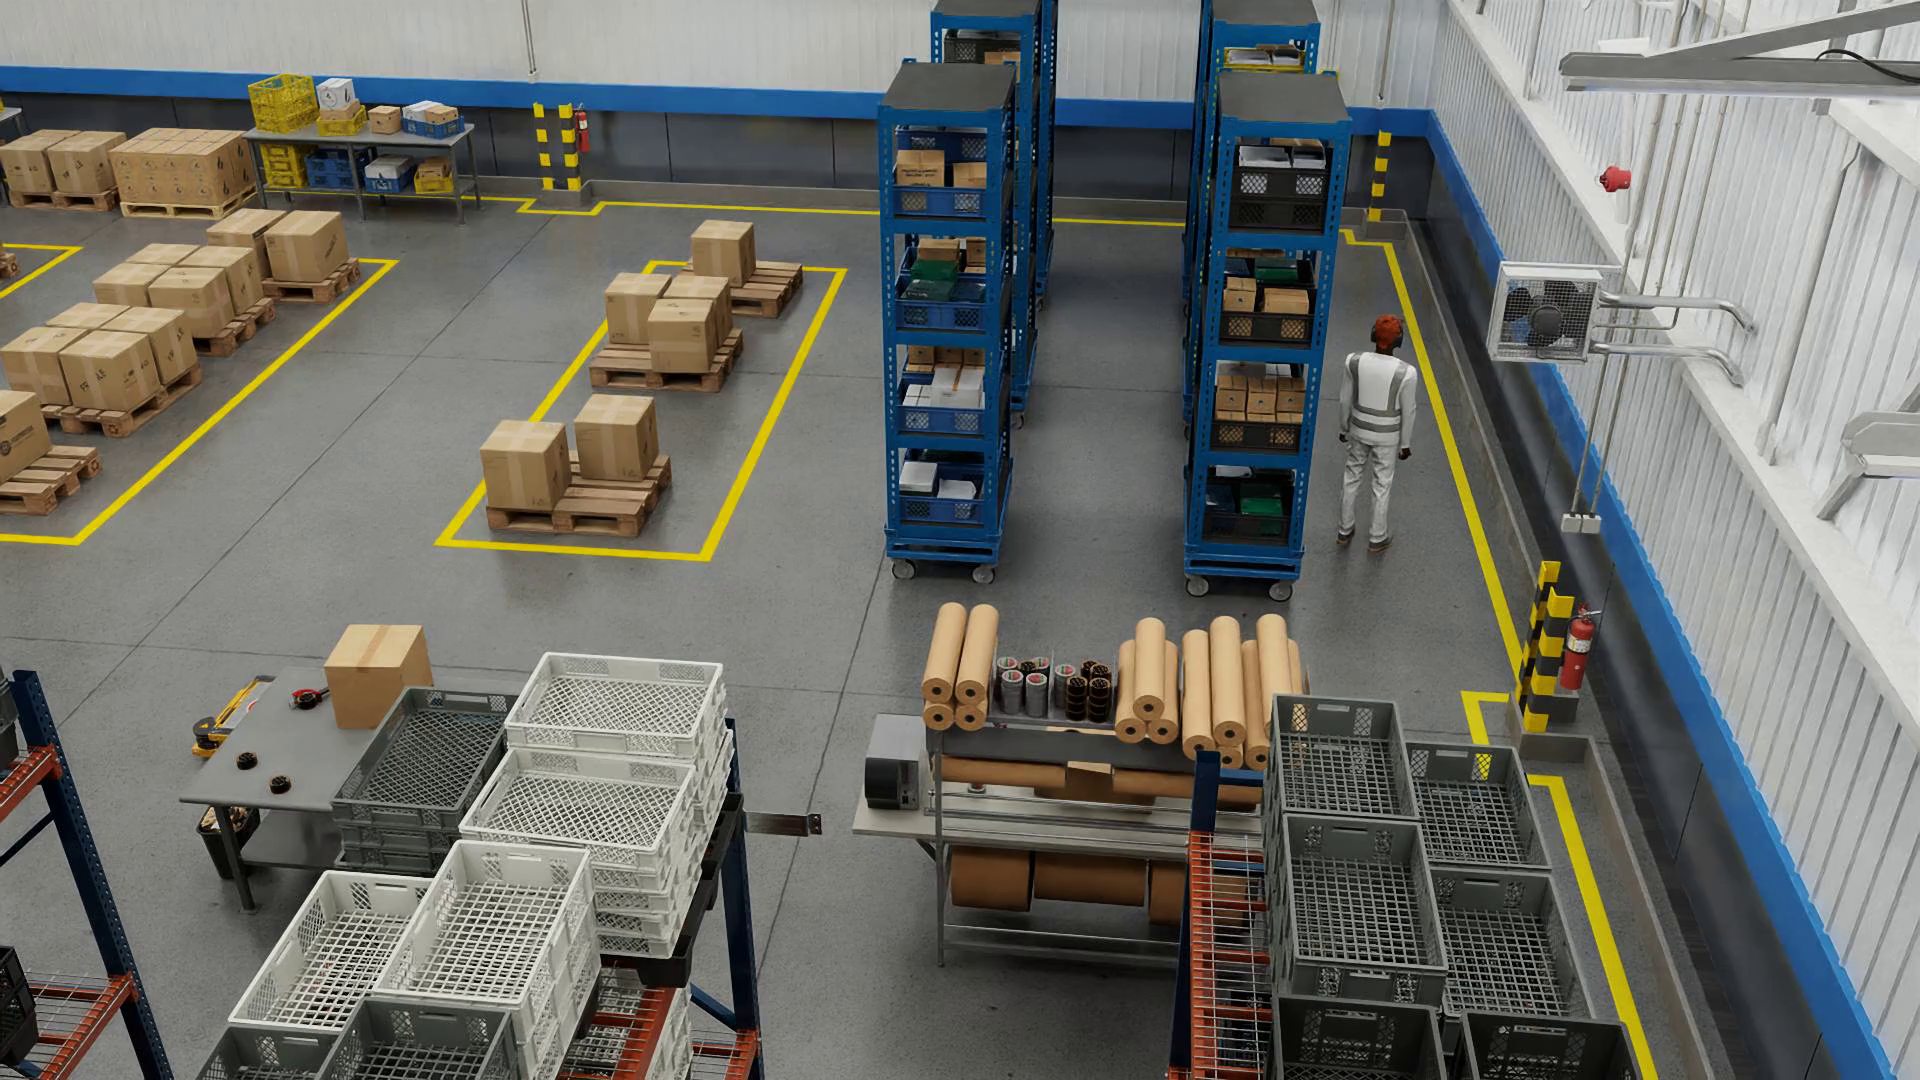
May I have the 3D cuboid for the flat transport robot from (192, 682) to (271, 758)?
[{"bbox_3d":[-4.089,1.163,10.648,1.431,0.197,0.652,3,30,6],"label":"flat transport robot"}]

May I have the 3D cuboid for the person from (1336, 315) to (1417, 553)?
[{"bbox_3d":[3.098,-0.789,12.421,0.572,1.887,0.354,19,35,29],"label":"person"}]
